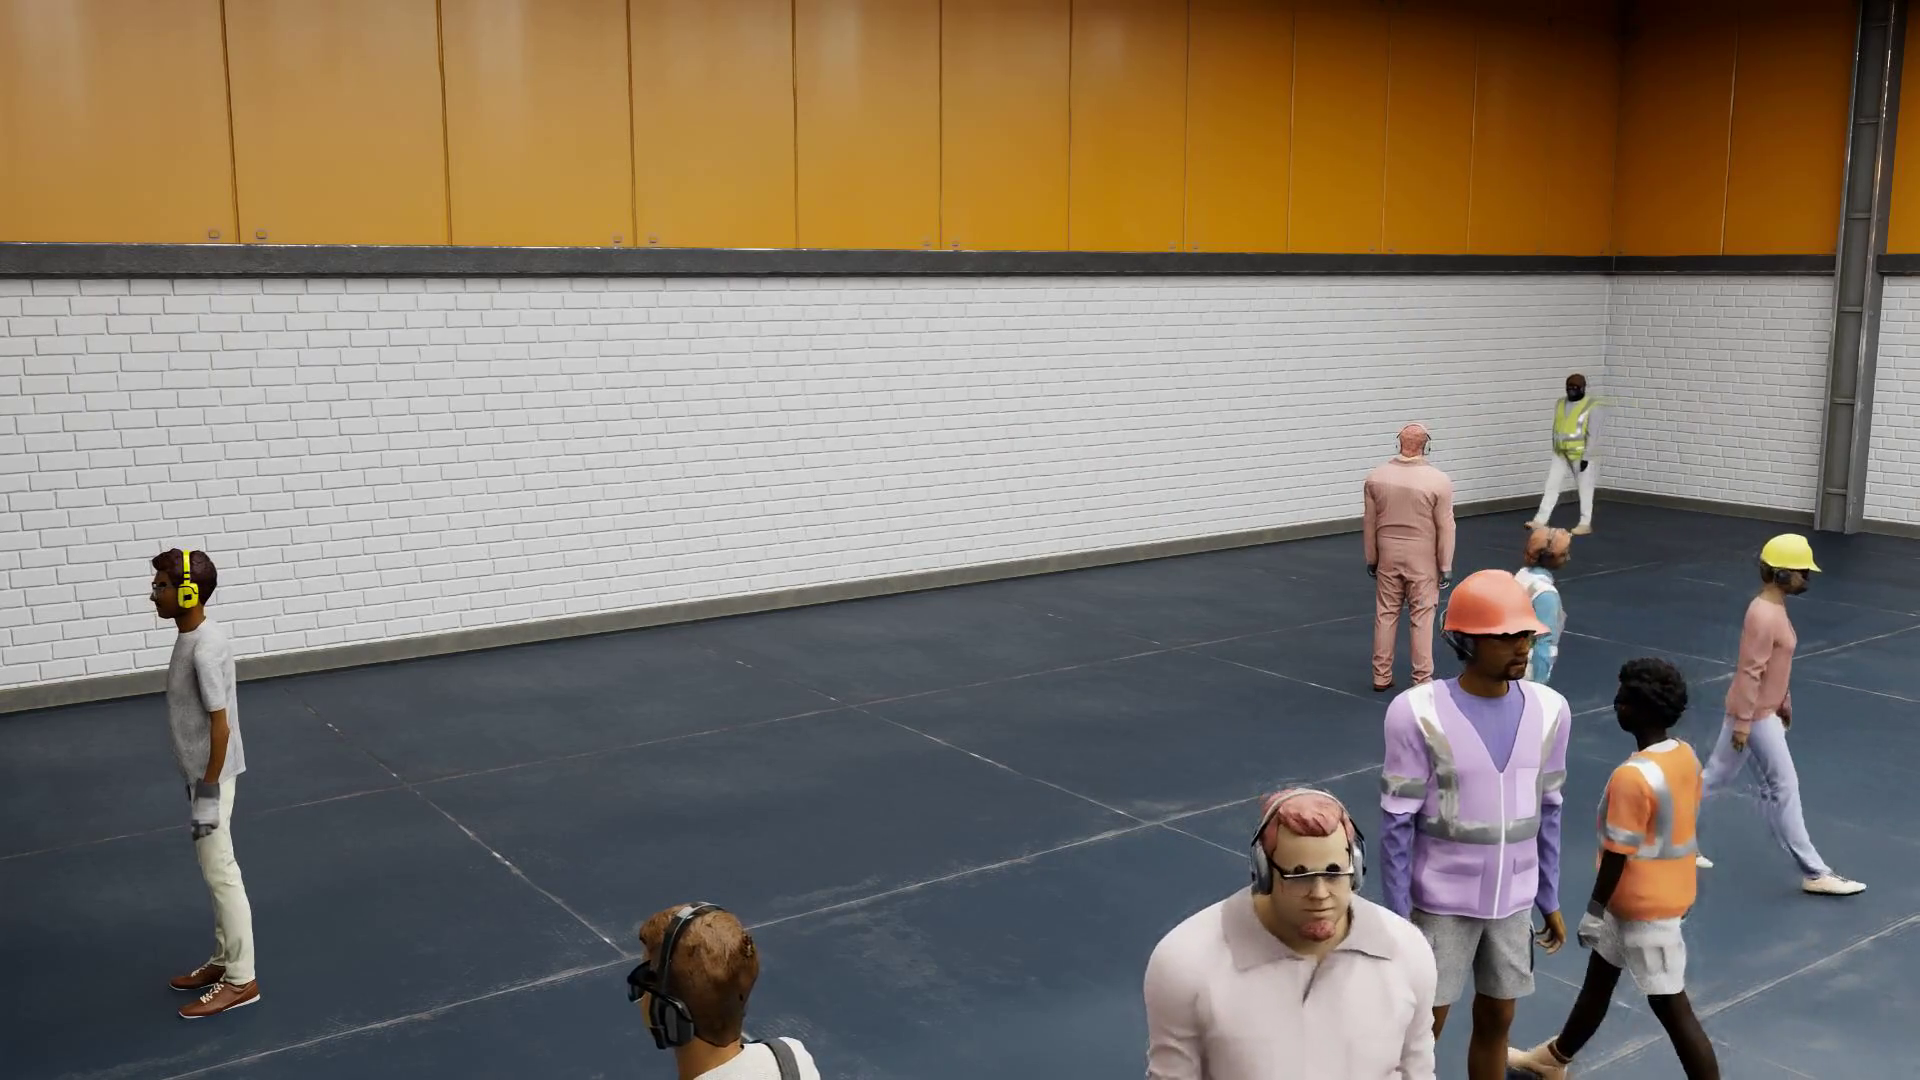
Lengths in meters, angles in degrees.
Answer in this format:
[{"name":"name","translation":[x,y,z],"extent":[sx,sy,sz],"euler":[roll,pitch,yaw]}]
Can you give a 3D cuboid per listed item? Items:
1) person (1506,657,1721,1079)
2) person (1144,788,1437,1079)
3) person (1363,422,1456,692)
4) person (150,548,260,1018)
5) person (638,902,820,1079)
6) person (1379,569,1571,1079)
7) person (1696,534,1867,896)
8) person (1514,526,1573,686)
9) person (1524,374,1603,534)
[{"name":"person","translation":[2.304,1.215,5.693],"extent":[0.861,1.647,0.544],"euler":[7,12,39]},{"name":"person","translation":[0.703,1.442,3.573],"extent":[0.649,1.893,0.444],"euler":[0,9,0]},{"name":"person","translation":[3.129,0.137,11.551],"extent":[0.653,1.907,0.408],"euler":[7,12,39]},{"name":"person","translation":[-3.021,0.955,6.619],"extent":[0.328,1.874,0.521],"euler":[-5,10,-28]},{"name":"person","translation":[-0.432,1.549,3.034],"extent":[0.327,1.844,0.514],"euler":[4,10,25]},{"name":"person","translation":[1.604,1.100,5.178],"extent":[0.615,2.047,0.357],"euler":[-2,9,-11]},{"name":"person","translation":[3.849,0.813,7.979],"extent":[0.935,1.714,0.535],"euler":[5,10,27]},{"name":"person","translation":[3.021,0.708,8.968],"extent":[0.447,1.610,0.570],"euler":[1,9,4]},{"name":"person","translation":[6.721,-0.932,18.460],"extent":[0.938,1.797,0.638],"euler":[-6,11,-32]}]
